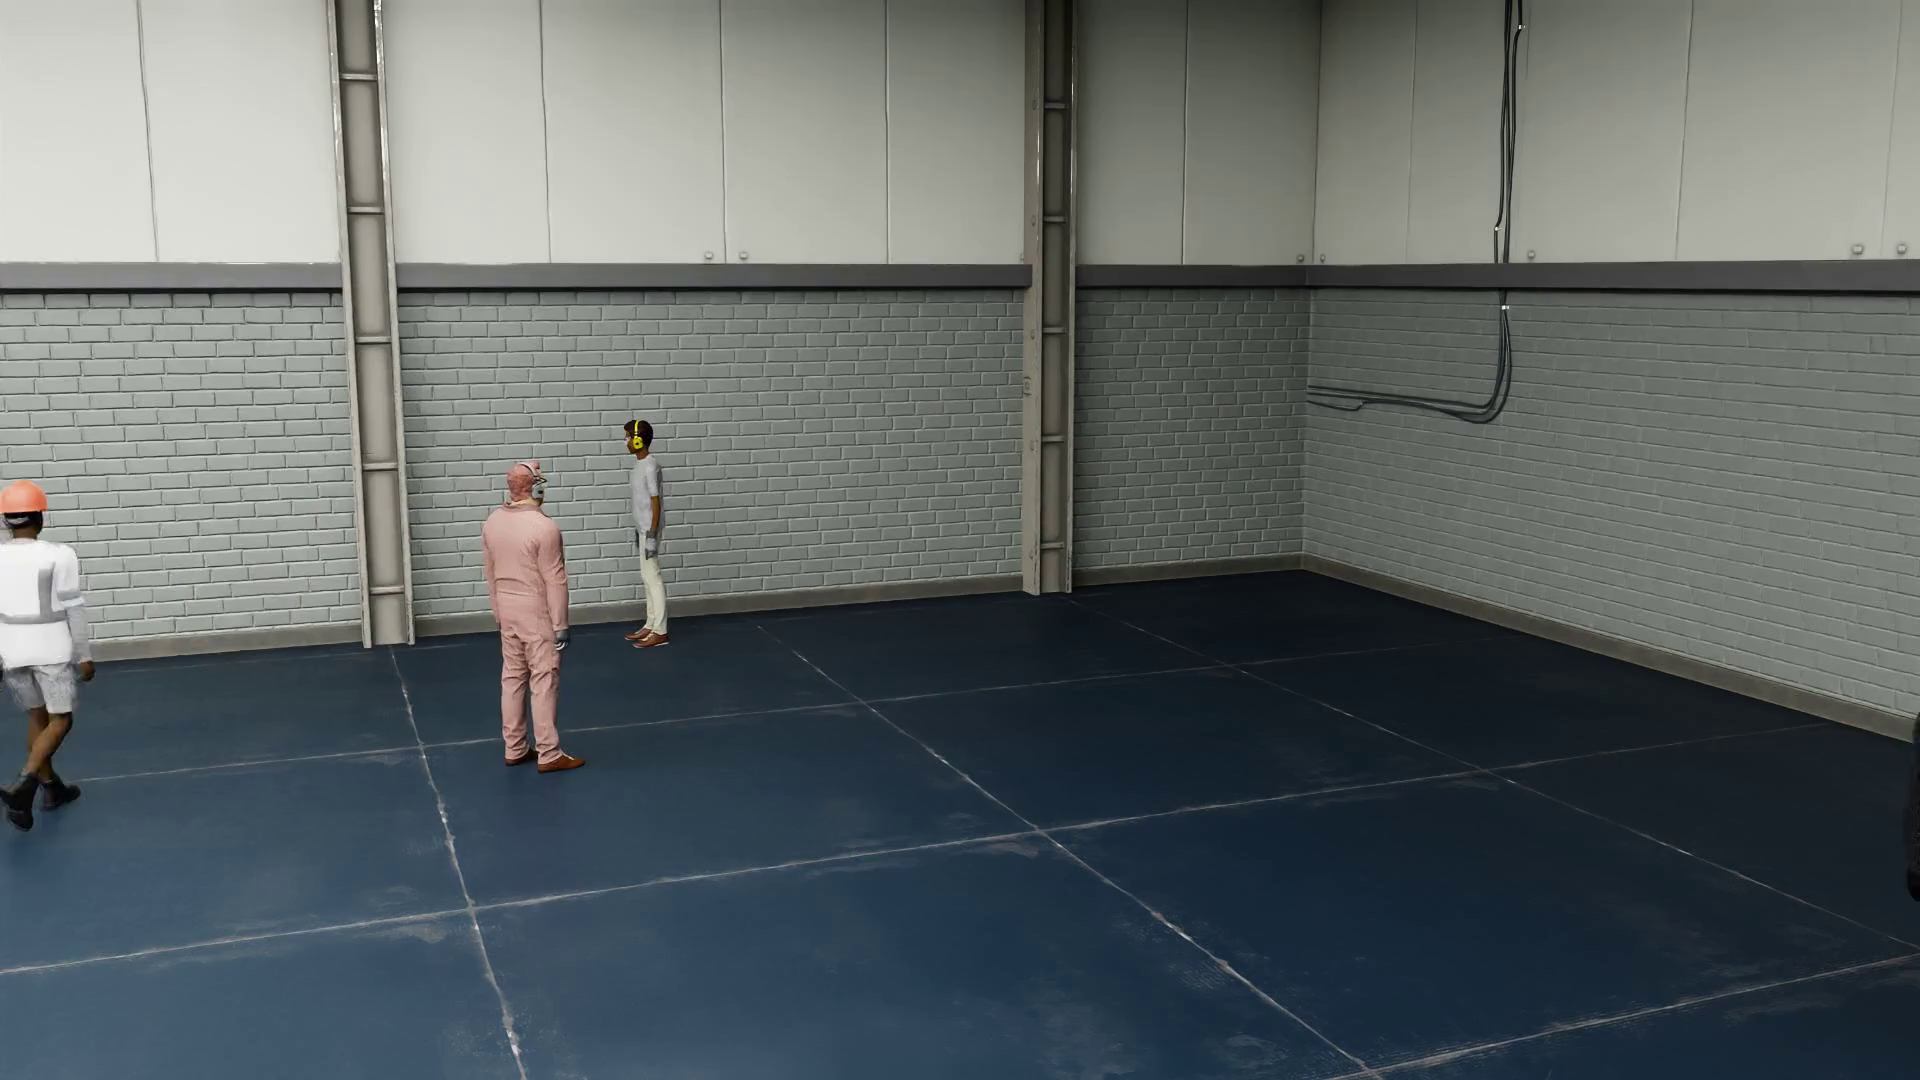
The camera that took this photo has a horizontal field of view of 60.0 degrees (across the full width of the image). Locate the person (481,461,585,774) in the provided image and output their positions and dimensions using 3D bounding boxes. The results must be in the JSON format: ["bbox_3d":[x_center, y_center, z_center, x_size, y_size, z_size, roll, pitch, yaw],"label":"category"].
[{"bbox_3d":[-2.605,0.468,10.181,0.646,1.913,0.409,6,11,35],"label":"person"}]

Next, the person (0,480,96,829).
[{"bbox_3d":[-5.140,0.628,9.181,0.553,1.915,0.782,0,9,2],"label":"person"}]

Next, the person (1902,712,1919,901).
[{"bbox_3d":[3.761,1.173,6.024,0.641,1.828,0.579,3,10,20],"label":"person"}]

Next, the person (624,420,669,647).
[{"bbox_3d":[-2.575,-0.052,13.606,0.334,1.864,0.521,-3,10,-19],"label":"person"}]
